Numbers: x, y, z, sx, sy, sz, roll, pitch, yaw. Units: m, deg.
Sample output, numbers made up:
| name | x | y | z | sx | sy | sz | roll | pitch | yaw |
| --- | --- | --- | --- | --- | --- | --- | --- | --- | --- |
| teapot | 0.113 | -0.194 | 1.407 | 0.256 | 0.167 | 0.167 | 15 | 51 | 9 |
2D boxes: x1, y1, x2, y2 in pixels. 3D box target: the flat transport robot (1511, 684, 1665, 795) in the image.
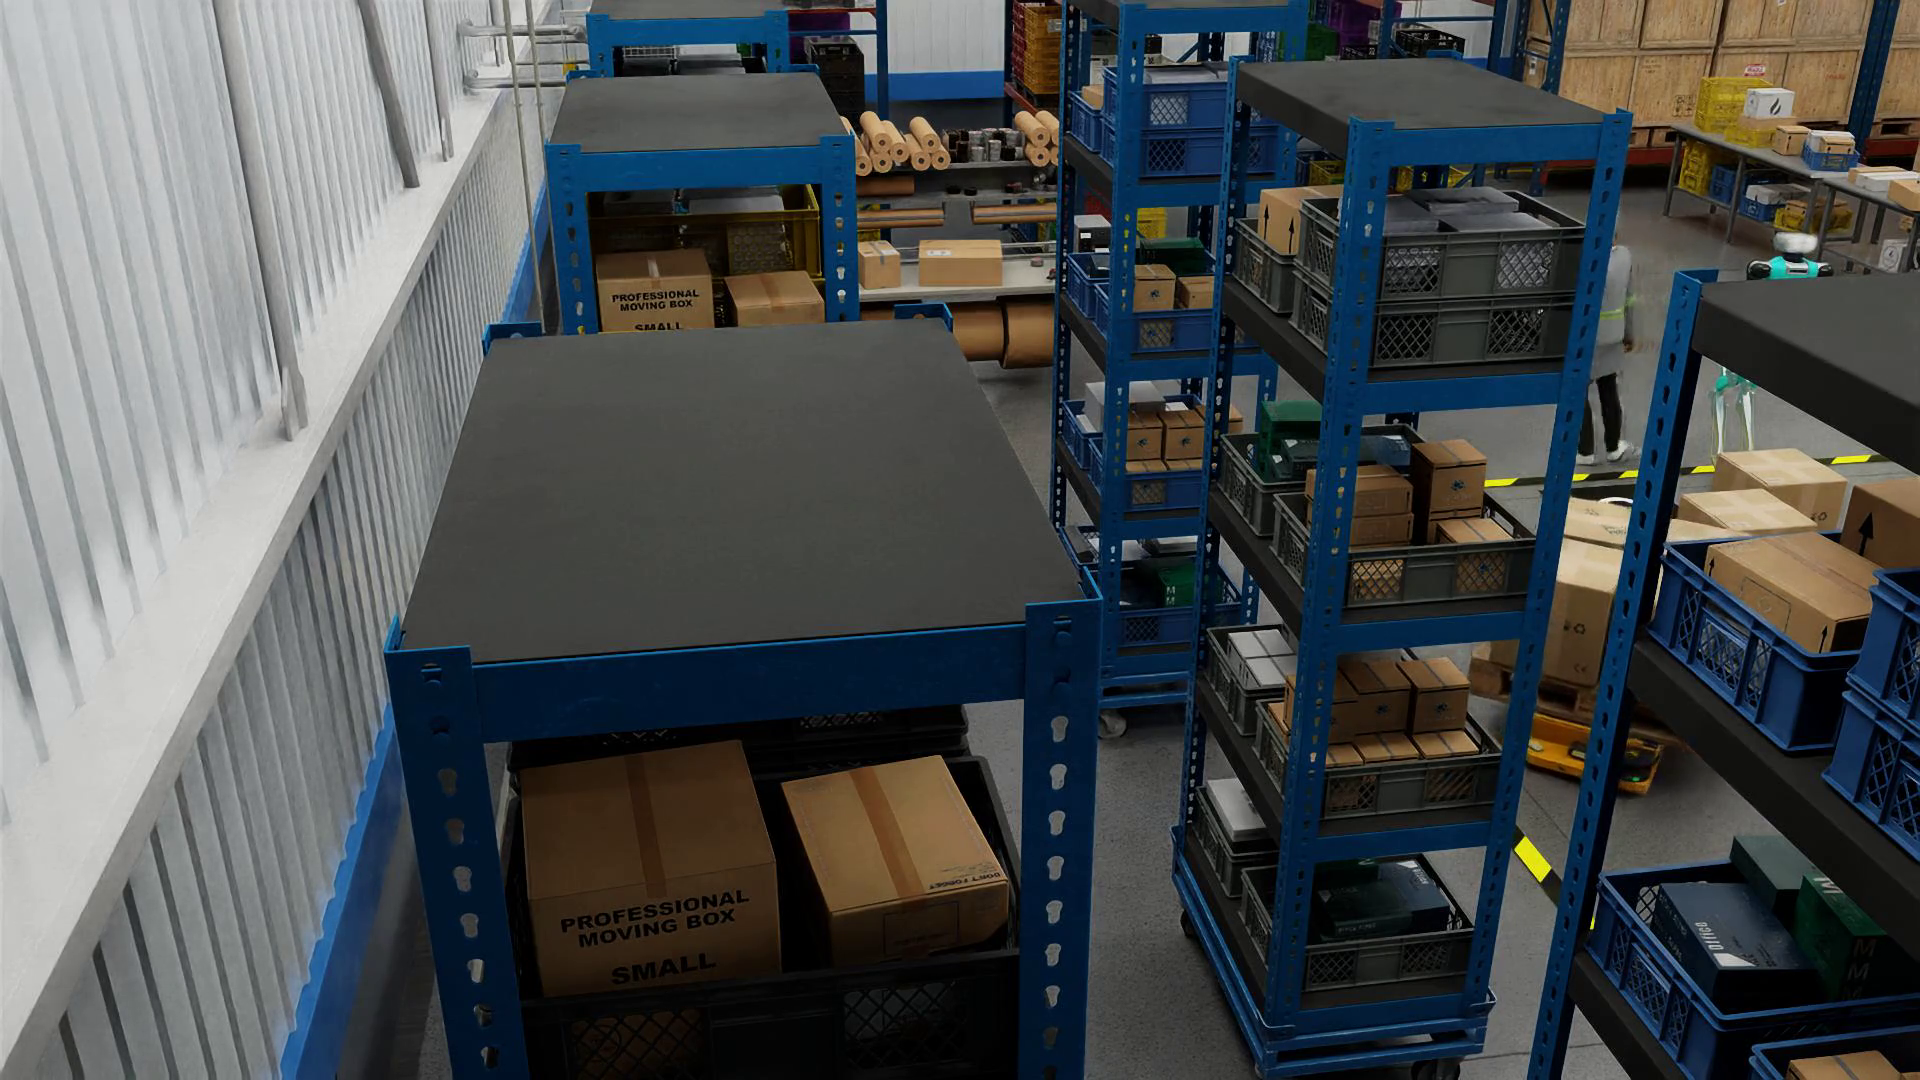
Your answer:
| name | x | y | z | sx | sy | sz | roll | pitch | yaw |
| --- | --- | --- | --- | --- | --- | --- | --- | --- | --- |
| flat transport robot | 3.321 | 0.806 | 8.514 | 0.652 | 0.197 | 1.431 | 14 | 28 | 28 |

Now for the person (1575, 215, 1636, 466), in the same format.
| name | x | y | z | sx | sy | sz | roll | pitch | yaw |
| --- | --- | --- | --- | --- | --- | --- | --- | --- | --- |
| person | 4.417 | -1.385 | 11.467 | 0.749 | 1.807 | 0.448 | -17 | 30 | -33 |

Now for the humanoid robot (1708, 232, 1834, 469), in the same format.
| name | x | y | z | sx | sy | sz | roll | pitch | yaw |
| --- | --- | --- | --- | --- | --- | --- | --- | --- | --- |
| humanoid robot | 5.371 | -1.303 | 11.217 | 0.533 | 1.674 | 0.735 | 1 | 25 | 2 |
